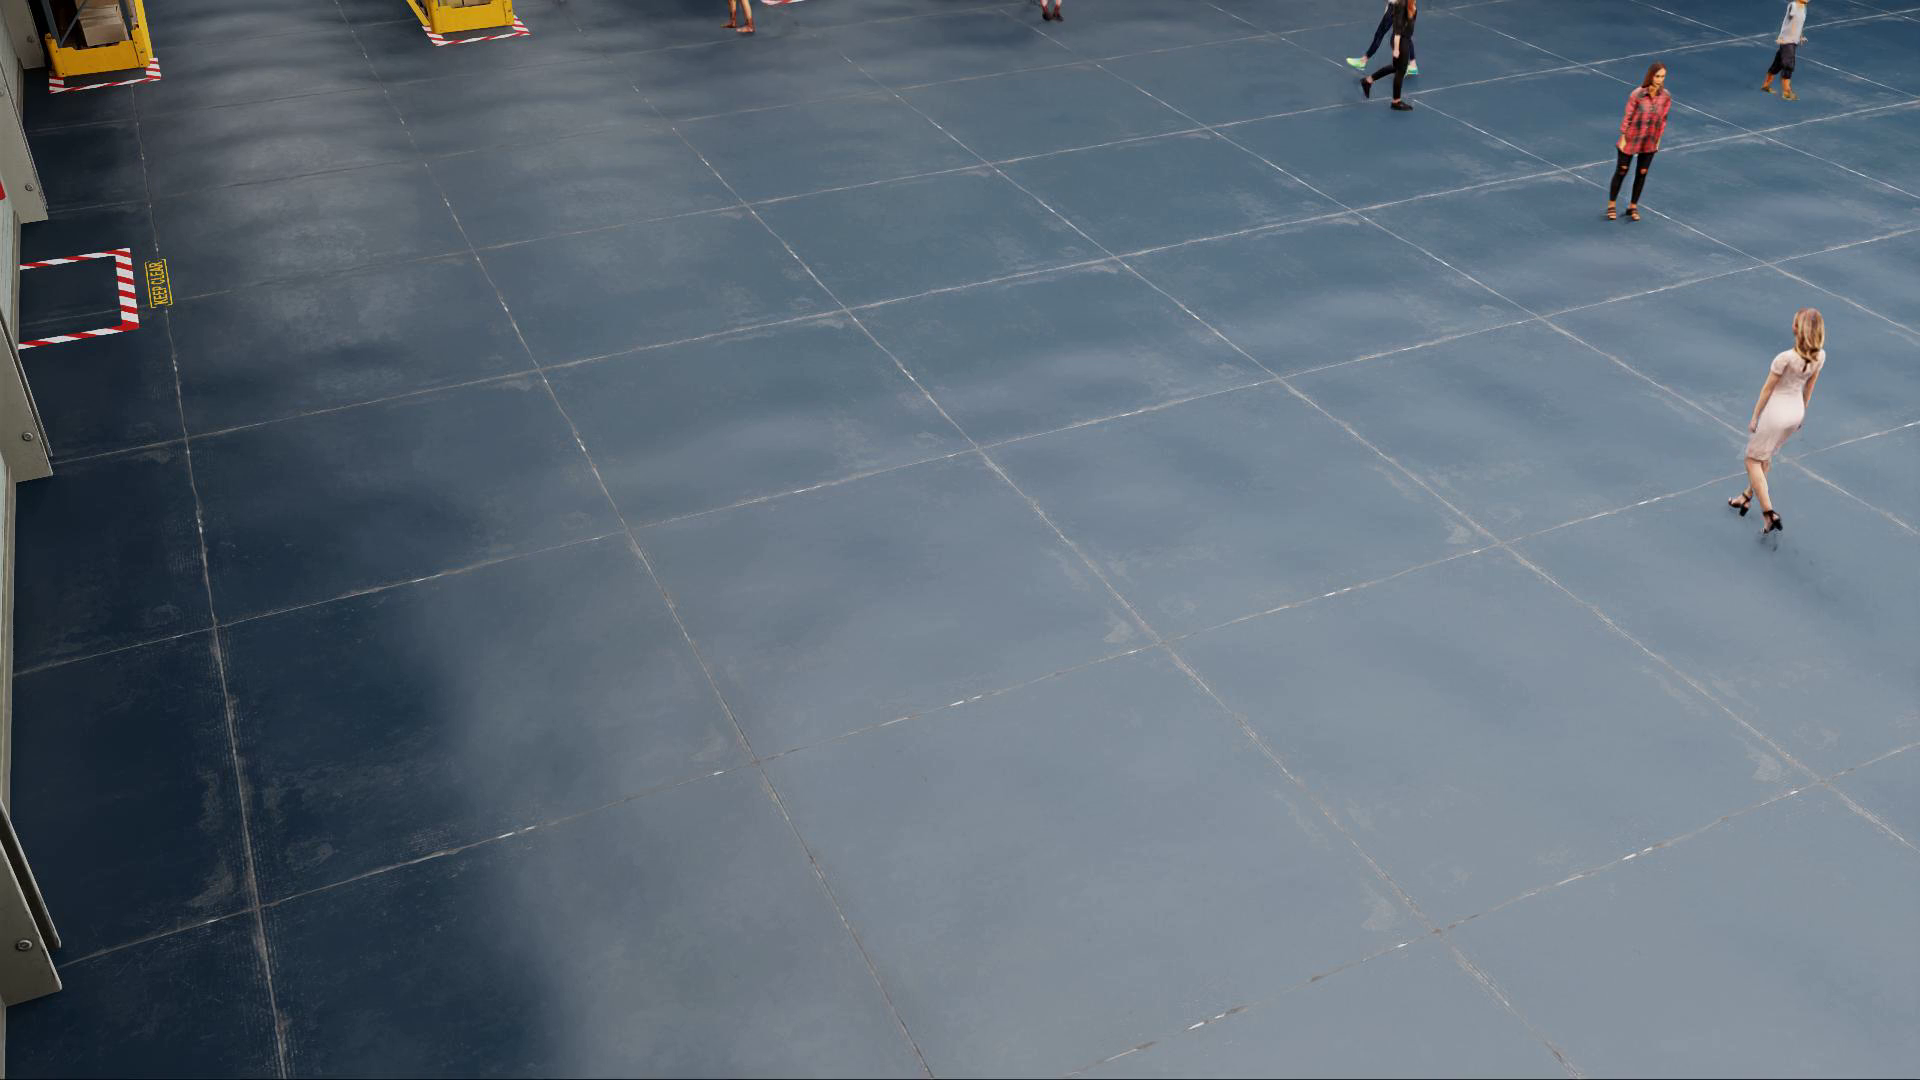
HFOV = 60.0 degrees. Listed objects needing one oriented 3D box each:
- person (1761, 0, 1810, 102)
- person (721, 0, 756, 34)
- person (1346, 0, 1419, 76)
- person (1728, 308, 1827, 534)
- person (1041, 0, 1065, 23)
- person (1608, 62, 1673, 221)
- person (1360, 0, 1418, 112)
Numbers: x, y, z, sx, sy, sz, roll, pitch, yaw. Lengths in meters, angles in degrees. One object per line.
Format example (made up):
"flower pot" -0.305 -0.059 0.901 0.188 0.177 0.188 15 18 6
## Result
"person" 10.619 -6.491 21.395 0.693 1.441 0.865 -21 39 -29
"person" -3.064 -8.016 23.502 0.804 1.702 0.771 -2 33 -3
"person" 5.840 -6.905 21.841 1.181 1.648 1.150 10 34 14
"person" 6.119 -0.850 12.378 0.725 1.816 0.972 -6 34 -9
"person" 1.268 -8.395 24.079 0.642 1.706 0.692 -14 35 -20
"person" 7.238 -4.252 17.715 0.695 1.699 0.700 2 33 3
"person" 5.404 -6.223 20.749 1.039 1.697 0.955 14 35 20
